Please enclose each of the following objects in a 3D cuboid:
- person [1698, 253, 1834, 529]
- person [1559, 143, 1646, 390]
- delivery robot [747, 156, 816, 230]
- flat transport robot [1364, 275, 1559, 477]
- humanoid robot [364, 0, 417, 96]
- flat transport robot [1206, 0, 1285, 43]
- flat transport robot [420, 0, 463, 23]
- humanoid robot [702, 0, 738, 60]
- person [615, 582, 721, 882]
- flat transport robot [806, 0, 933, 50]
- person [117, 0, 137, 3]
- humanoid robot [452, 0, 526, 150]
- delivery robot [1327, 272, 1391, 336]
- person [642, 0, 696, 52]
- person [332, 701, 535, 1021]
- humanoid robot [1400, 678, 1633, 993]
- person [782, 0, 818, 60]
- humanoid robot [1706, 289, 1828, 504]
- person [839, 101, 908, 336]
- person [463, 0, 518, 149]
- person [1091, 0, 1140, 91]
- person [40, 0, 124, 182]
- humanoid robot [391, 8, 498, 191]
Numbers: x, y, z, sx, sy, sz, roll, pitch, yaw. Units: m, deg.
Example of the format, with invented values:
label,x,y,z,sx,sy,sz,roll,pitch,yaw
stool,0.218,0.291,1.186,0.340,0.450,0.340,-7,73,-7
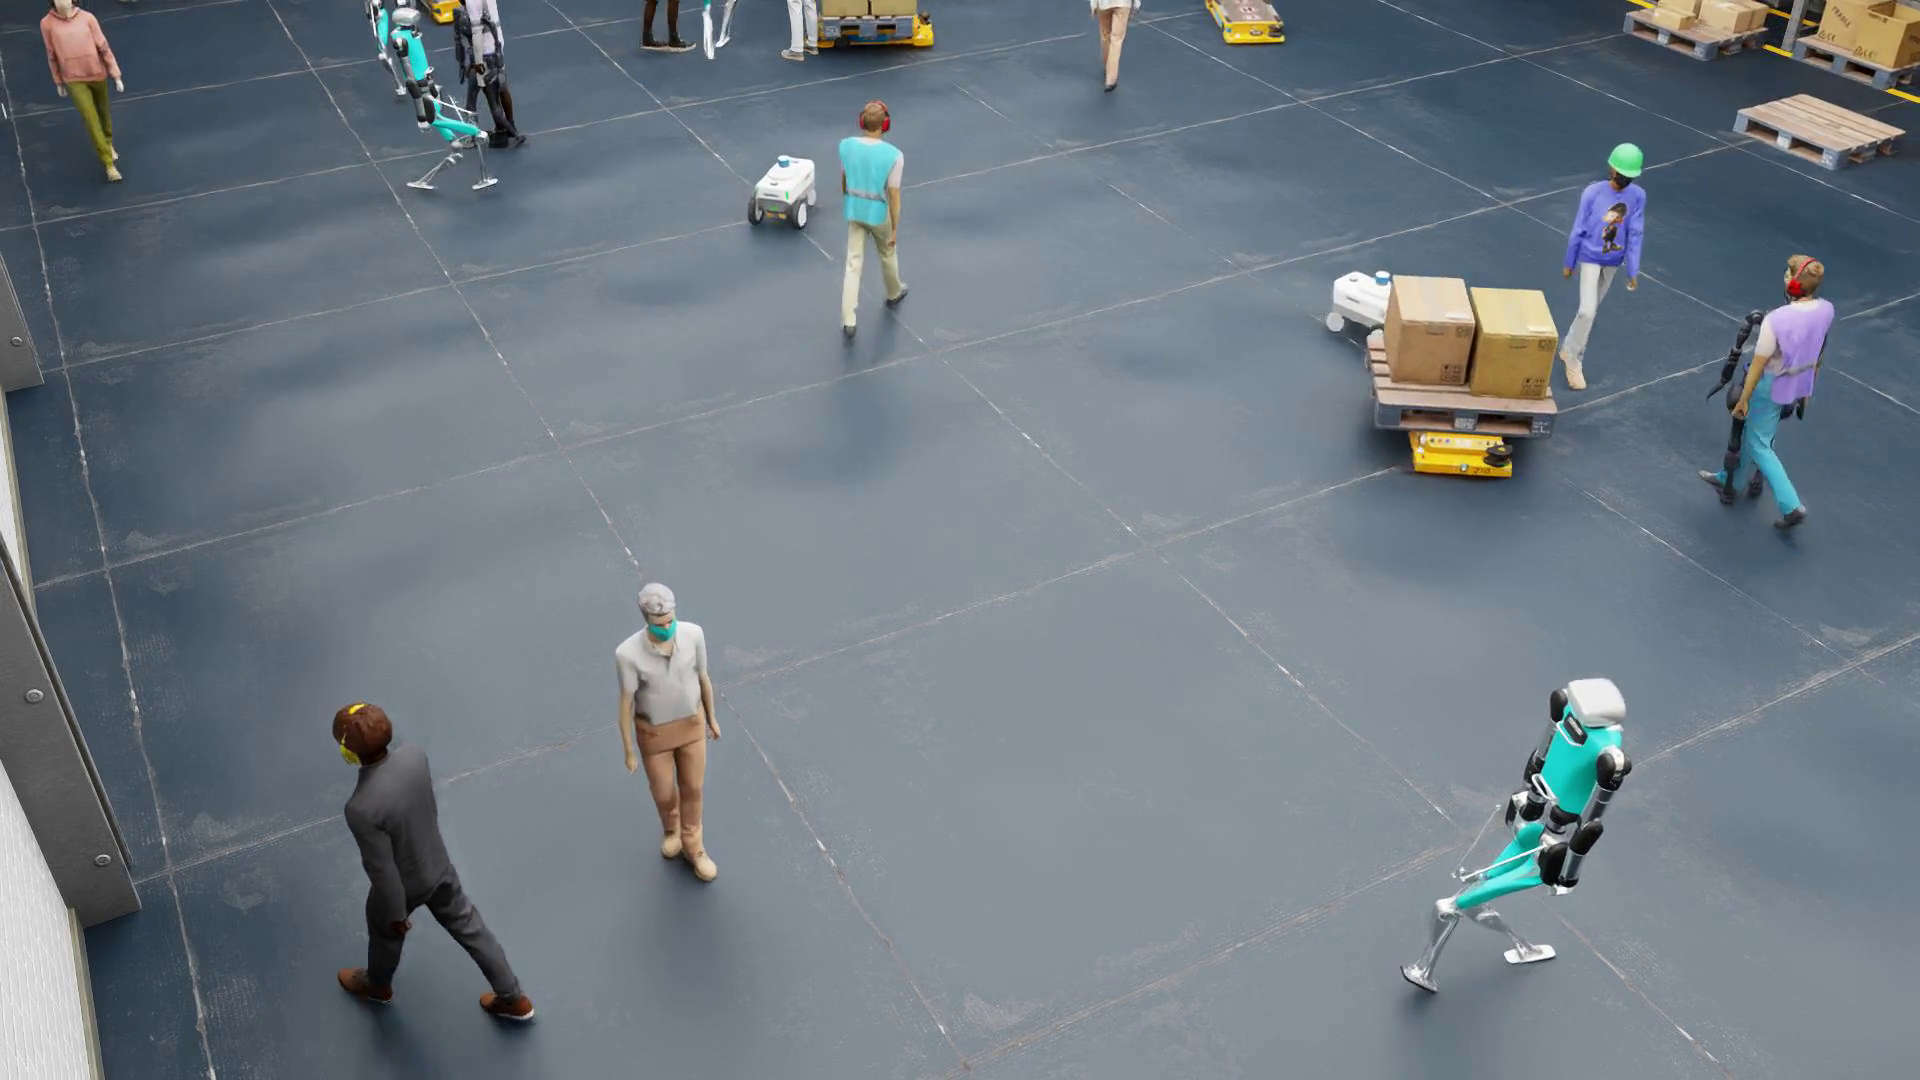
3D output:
label,x,y,z,sx,sy,sz,roll,pitch,yaw
person,5.316,-0.938,10.718,0.574,1.814,0.843,-19,39,-25
person,4.732,-1.993,12.185,0.458,1.839,0.768,-4,35,-5
delivery robot,-1.569,-3.165,14.978,0.499,0.587,0.769,9,36,13
flat transport robot,3.557,-0.922,12.032,0.659,0.231,1.431,4,35,5
humanoid robot,-5.848,-5.360,17.115,0.546,1.789,0.867,-7,36,-9
flat transport robot,3.330,-6.121,19.455,0.659,0.231,1.431,-2,35,-3
flat transport robot,-6.153,-6.559,20.081,0.659,0.231,1.431,-17,39,-23
humanoid robot,-2.656,-6.249,18.378,0.566,1.766,0.858,3,35,4
person,-1.420,0.924,8.119,0.492,1.737,0.489,-17,38,-23
flat transport robot,-1.038,-5.845,19.061,1.431,0.231,0.659,-2,35,-3
person,-10.267,-7.364,20.010,0.700,1.659,0.608,26,43,32
humanoid robot,-4.590,-4.575,16.040,0.611,1.637,0.431,17,38,23
delivery robot,3.298,-1.796,13.045,0.499,0.611,0.792,-27,43,-33
person,-3.276,-6.392,18.411,0.730,1.914,0.601,0,35,0
person,-2.422,1.434,7.315,0.998,1.822,0.516,12,37,17
humanoid robot,2.390,1.391,7.487,1.001,1.769,0.531,-6,35,-9
person,-1.780,-6.219,18.190,0.352,1.882,0.579,26,42,32
humanoid robot,5.249,-0.988,10.896,0.602,1.657,0.339,9,36,13
person,-0.702,-2.521,13.004,0.584,1.784,1.005,13,37,17
person,-4.605,-4.748,16.052,0.383,1.929,0.543,3,35,4
person,1.658,-5.658,17.599,0.496,1.631,0.888,9,36,13
person,-8.168,-4.330,15.579,0.555,1.784,0.982,-20,40,-26
humanoid robot,-4.617,-3.935,15.099,1.048,1.764,0.533,-1,35,-2
